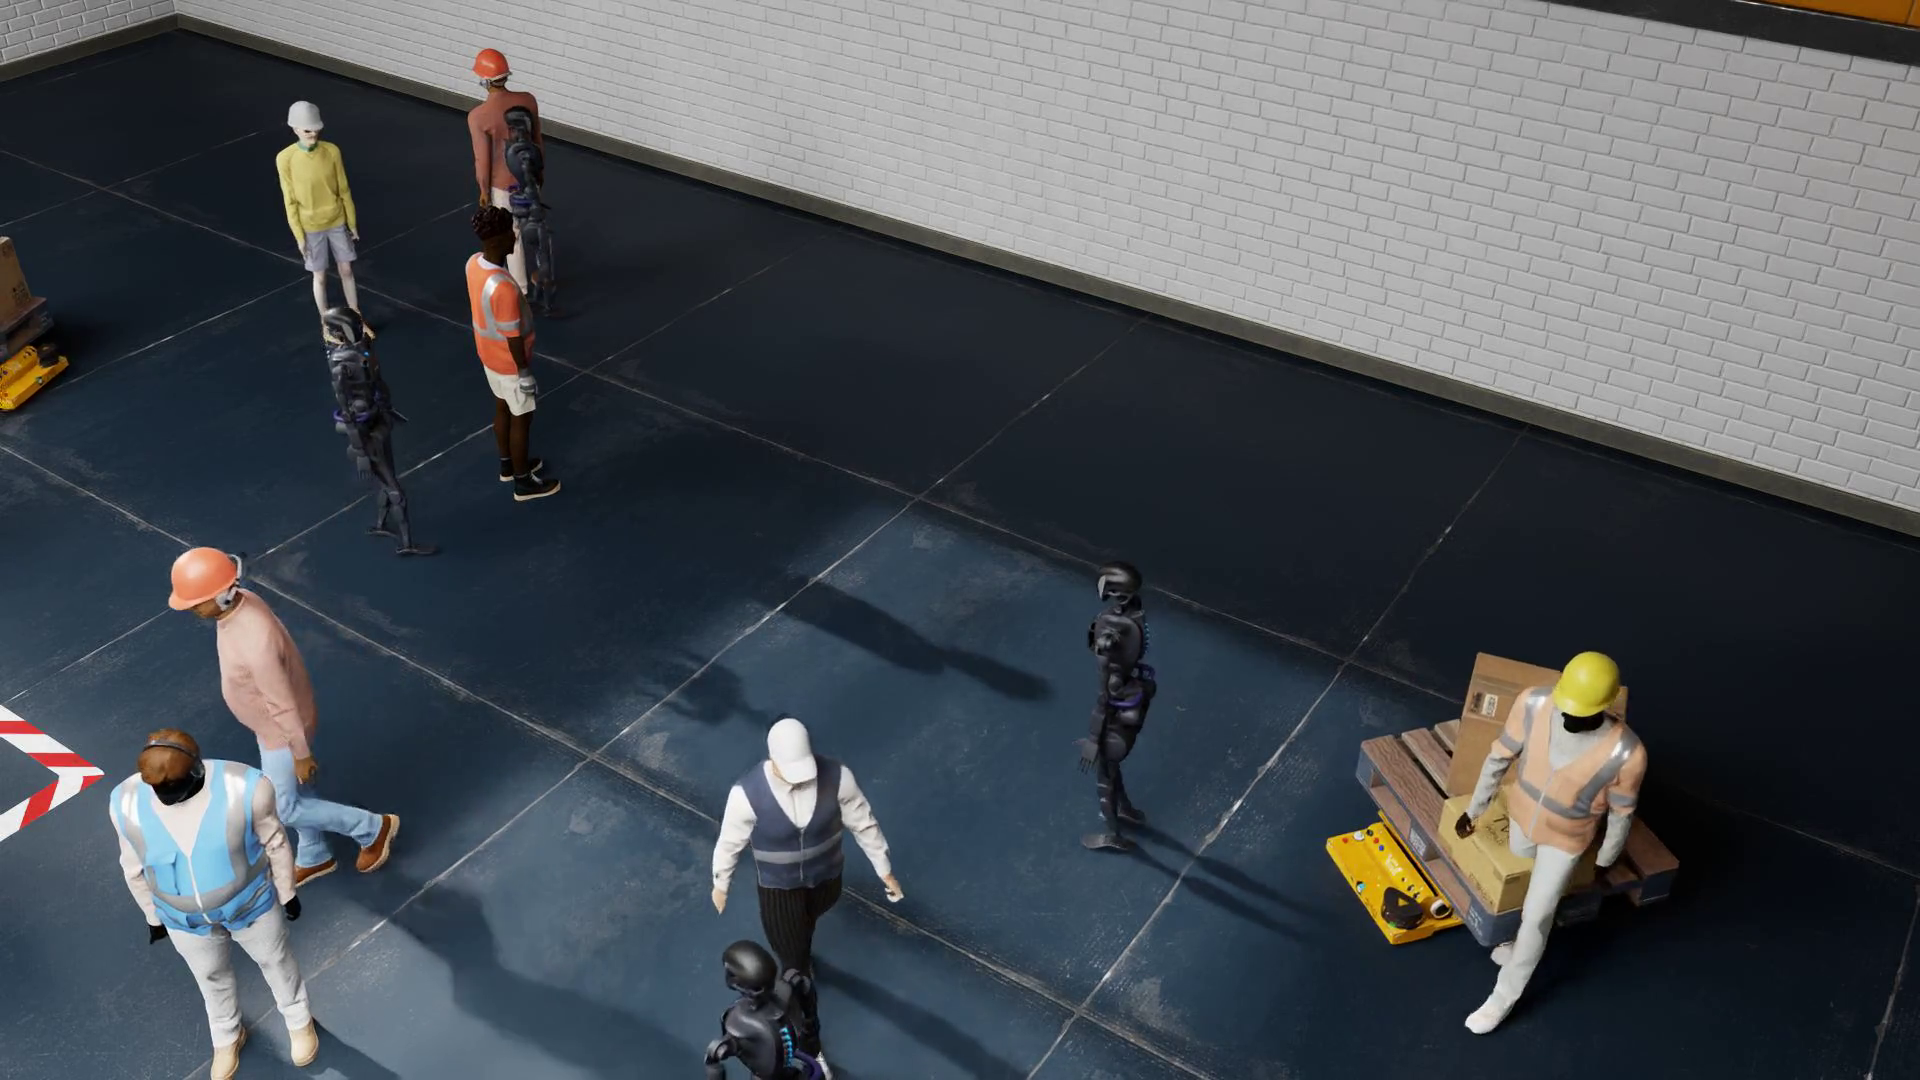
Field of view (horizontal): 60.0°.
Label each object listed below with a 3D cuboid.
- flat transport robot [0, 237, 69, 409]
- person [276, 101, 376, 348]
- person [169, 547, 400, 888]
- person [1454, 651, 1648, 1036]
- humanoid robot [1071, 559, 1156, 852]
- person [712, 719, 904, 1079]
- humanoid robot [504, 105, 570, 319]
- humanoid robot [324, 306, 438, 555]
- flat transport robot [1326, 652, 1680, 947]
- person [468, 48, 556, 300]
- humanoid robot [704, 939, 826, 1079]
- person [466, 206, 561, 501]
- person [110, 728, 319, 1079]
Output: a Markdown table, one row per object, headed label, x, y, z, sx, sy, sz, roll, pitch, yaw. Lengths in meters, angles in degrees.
| label | x | y | z | sx | sy | sz | roll | pitch | yaw |
| --- | --- | --- | --- | --- | --- | --- | --- | --- | --- |
| flat transport robot | -7.310 | -1.230 | 12.021 | 1.431 | 0.231 | 0.659 | 5 | 35 | 8 |
| person | -4.642 | -2.306 | 12.158 | 0.497 | 1.881 | 0.435 | -23 | 41 | -29 |
| person | -3.102 | 0.830 | 7.607 | 0.582 | 1.963 | 0.623 | -18 | 39 | -24 |
| person | 2.449 | 1.246 | 7.067 | 0.785 | 1.893 | 0.606 | -25 | 42 | -31 |
| humanoid robot | 0.743 | 0.811 | 7.881 | 0.328 | 1.649 | 0.603 | 13 | 37 | 18 |
| person | -0.641 | 1.438 | 6.943 | 0.738 | 1.708 | 0.926 | -14 | 37 | -19 |
| humanoid robot | -3.237 | -2.473 | 12.581 | 0.347 | 1.667 | 0.598 | -11 | 37 | -16 |
| humanoid robot | -3.472 | -0.682 | 10.021 | 0.556 | 1.646 | 0.612 | 1 | 35 | 2 |
| flat transport robot | 2.583 | 1.516 | 8.096 | 1.431 | 0.231 | 0.659 | -10 | 36 | -14 |
| person | -3.431 | -2.772 | 12.720 | 0.376 | 1.997 | 0.610 | 25 | 42 | 31 |
| humanoid robot | -0.690 | 2.082 | 6.059 | 0.308 | 1.651 | 0.606 | 22 | 41 | 28 |
| person | -2.834 | -1.170 | 10.463 | 0.367 | 1.959 | 0.604 | -20 | 40 | -26 |
| person | -3.015 | 1.482 | 6.781 | 0.619 | 1.837 | 0.431 | -8 | 36 | -11 |
